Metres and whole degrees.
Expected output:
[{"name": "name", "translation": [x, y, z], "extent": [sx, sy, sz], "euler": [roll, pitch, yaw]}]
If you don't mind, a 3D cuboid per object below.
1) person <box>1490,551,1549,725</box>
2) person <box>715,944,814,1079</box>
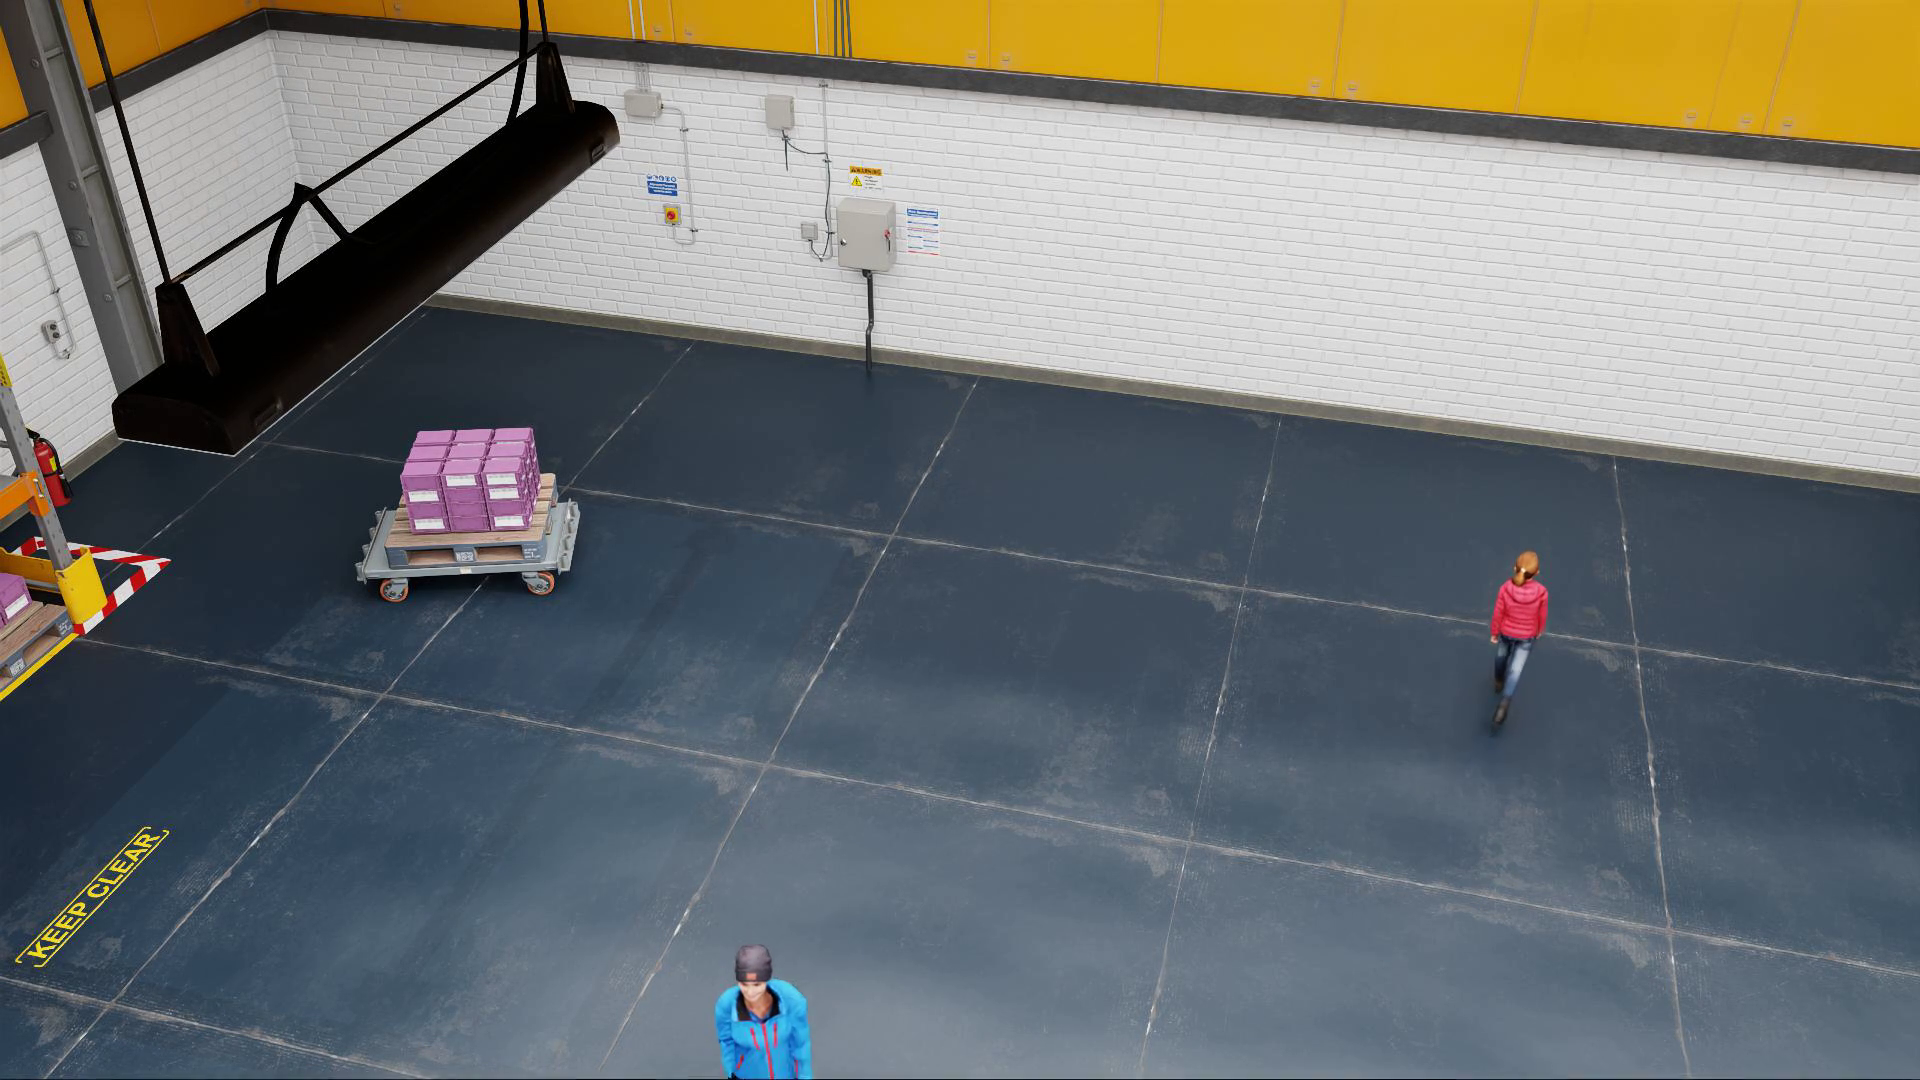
[{"name": "person", "translation": [3.919, 0.709, 11.727], "extent": [0.633, 1.285, 0.963], "euler": [16, 37, 22]}, {"name": "person", "translation": [-0.958, 2.623, 8.405], "extent": [0.821, 1.775, 1.052], "euler": [-3, 34, -4]}]
